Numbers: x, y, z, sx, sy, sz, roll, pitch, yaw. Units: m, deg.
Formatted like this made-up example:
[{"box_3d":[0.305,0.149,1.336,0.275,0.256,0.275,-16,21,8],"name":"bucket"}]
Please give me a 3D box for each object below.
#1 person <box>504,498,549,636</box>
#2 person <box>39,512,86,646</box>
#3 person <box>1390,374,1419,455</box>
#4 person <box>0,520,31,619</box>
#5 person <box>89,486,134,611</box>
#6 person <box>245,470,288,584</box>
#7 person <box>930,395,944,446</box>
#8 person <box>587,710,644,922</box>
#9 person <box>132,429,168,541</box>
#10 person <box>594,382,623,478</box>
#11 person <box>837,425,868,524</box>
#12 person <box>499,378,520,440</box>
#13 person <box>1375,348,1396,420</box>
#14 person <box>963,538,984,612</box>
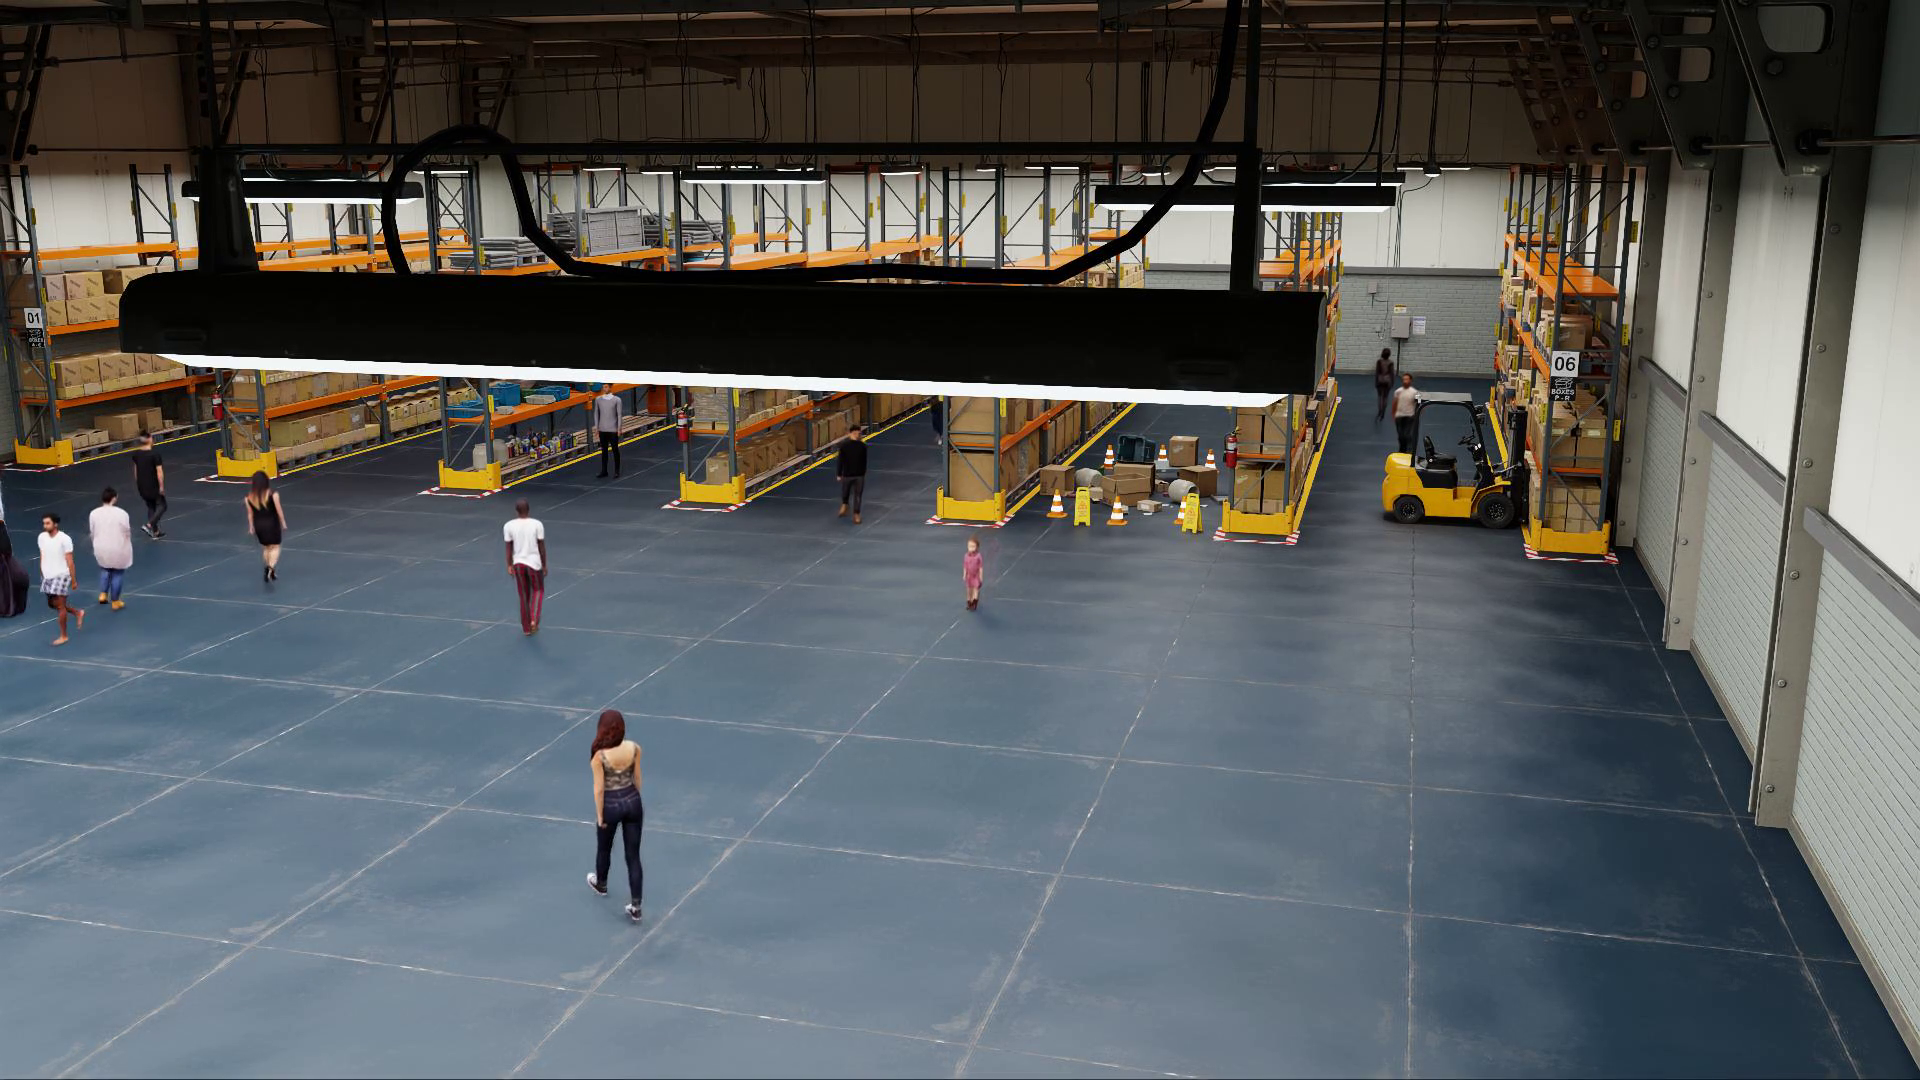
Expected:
[{"box_3d":[-5.683,0.372,21.794,0.796,1.823,0.803,-2,13,-7],"name":"person"},{"box_3d":[-11.686,0.462,21.644,0.650,1.714,0.903,4,14,15],"name":"person"},{"box_3d":[9.242,-2.547,34.534,0.803,1.763,1.202,6,14,24],"name":"person"},{"box_3d":[-13.208,0.260,22.749,0.715,1.610,0.698,2,13,10],"name":"person"},{"box_3d":[-11.784,0.134,23.031,0.759,1.728,0.743,-1,13,-4],"name":"person"},{"box_3d":[-10.131,-0.147,24.324,0.790,1.692,1.027,0,13,1],"name":"person"},{"box_3d":[-0.439,-2.813,36.331,0.567,1.470,0.766,4,14,15],"name":"person"},{"box_3d":[-2.755,2.292,13.715,1.091,1.727,1.119,-8,15,-32],"name":"person"},{"box_3d":[-13.277,-0.884,27.150,0.699,1.852,0.830,3,13,12],"name":"person"},{"box_3d":[-6.892,-2.197,32.667,0.727,1.923,0.612,3,13,13],"name":"person"},{"box_3d":[-1.861,-1.166,28.733,0.952,1.688,1.158,-2,13,-7],"name":"person"},{"box_3d":[-10.007,-3.187,37.091,0.651,1.856,0.680,4,14,17],"name":"person"},{"box_3d":[10.141,-3.720,39.781,0.664,1.680,1.072,5,14,20],"name":"person"},{"box_3d":[0.200,0.467,23.174,0.444,1.015,0.568,3,13,12],"name":"person"}]
